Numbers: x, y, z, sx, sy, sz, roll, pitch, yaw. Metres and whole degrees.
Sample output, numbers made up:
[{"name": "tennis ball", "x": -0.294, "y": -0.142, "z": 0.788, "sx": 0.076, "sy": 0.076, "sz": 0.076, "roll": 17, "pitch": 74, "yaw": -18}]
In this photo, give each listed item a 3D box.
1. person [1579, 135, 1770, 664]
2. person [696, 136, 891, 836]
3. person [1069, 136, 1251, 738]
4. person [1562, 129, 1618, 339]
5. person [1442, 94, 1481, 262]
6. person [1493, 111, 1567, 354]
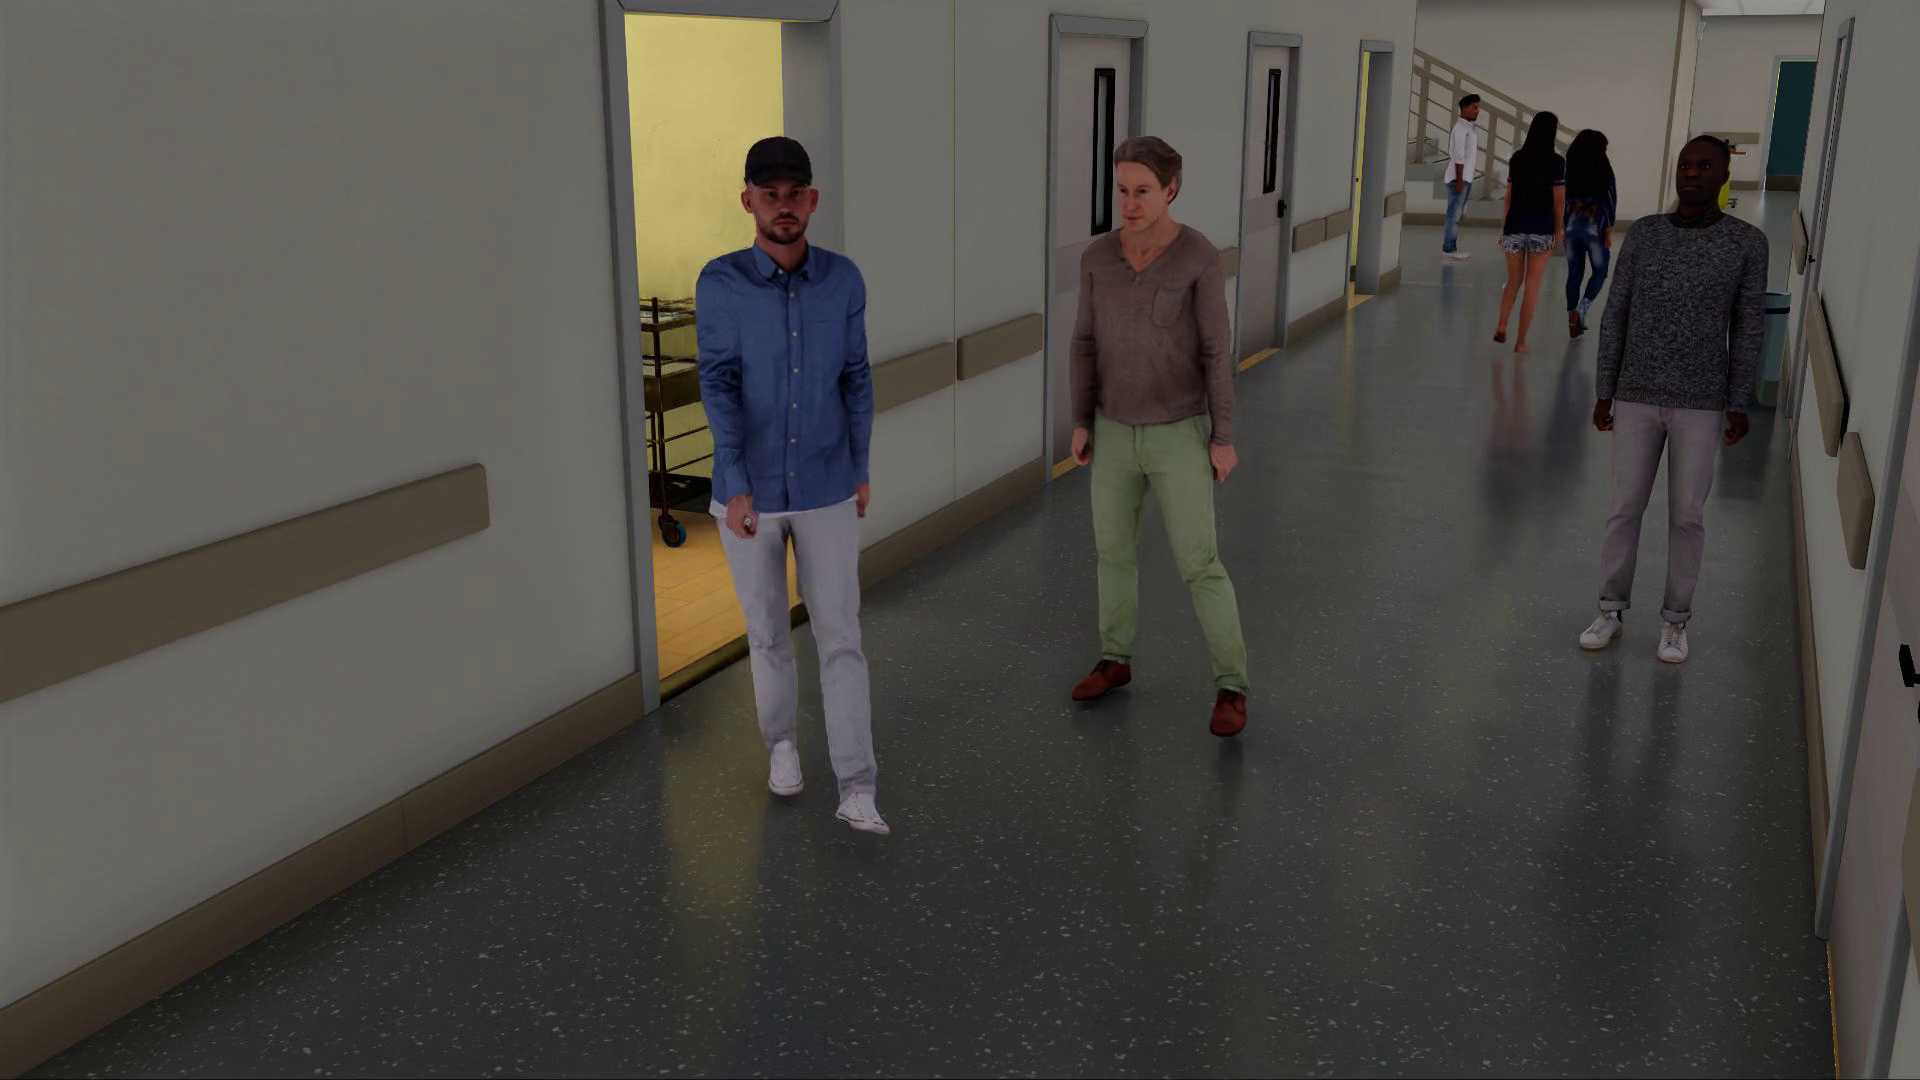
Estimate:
[{"name": "person", "x": 2.532, "y": -0.500, "z": 5.909, "sx": 0.518, "sy": 1.839, "sz": 0.763, "roll": 10, "pitch": 18, "yaw": 30}, {"name": "person", "x": -0.500, "y": -0.156, "z": 4.652, "sx": 1.062, "sy": 1.859, "sz": 1.065, "roll": -4, "pitch": 16, "yaw": -14}, {"name": "person", "x": 0.620, "y": -0.319, "z": 5.255, "sx": 0.675, "sy": 1.845, "sz": 0.930, "roll": 10, "pitch": 19, "yaw": 31}, {"name": "person", "x": 4.863, "y": -2.377, "z": 12.988, "sx": 0.637, "sy": 1.612, "sz": 0.763, "roll": 14, "pitch": 21, "yaw": 41}, {"name": "person", "x": 5.586, "y": -4.056, "z": 18.586, "sx": 0.566, "sy": 1.805, "sz": 0.630, "roll": 7, "pitch": 17, "yaw": 22}, {"name": "person", "x": 4.162, "y": -2.243, "z": 12.249, "sx": 0.647, "sy": 1.754, "sz": 0.724, "roll": 11, "pitch": 19, "yaw": 34}]
